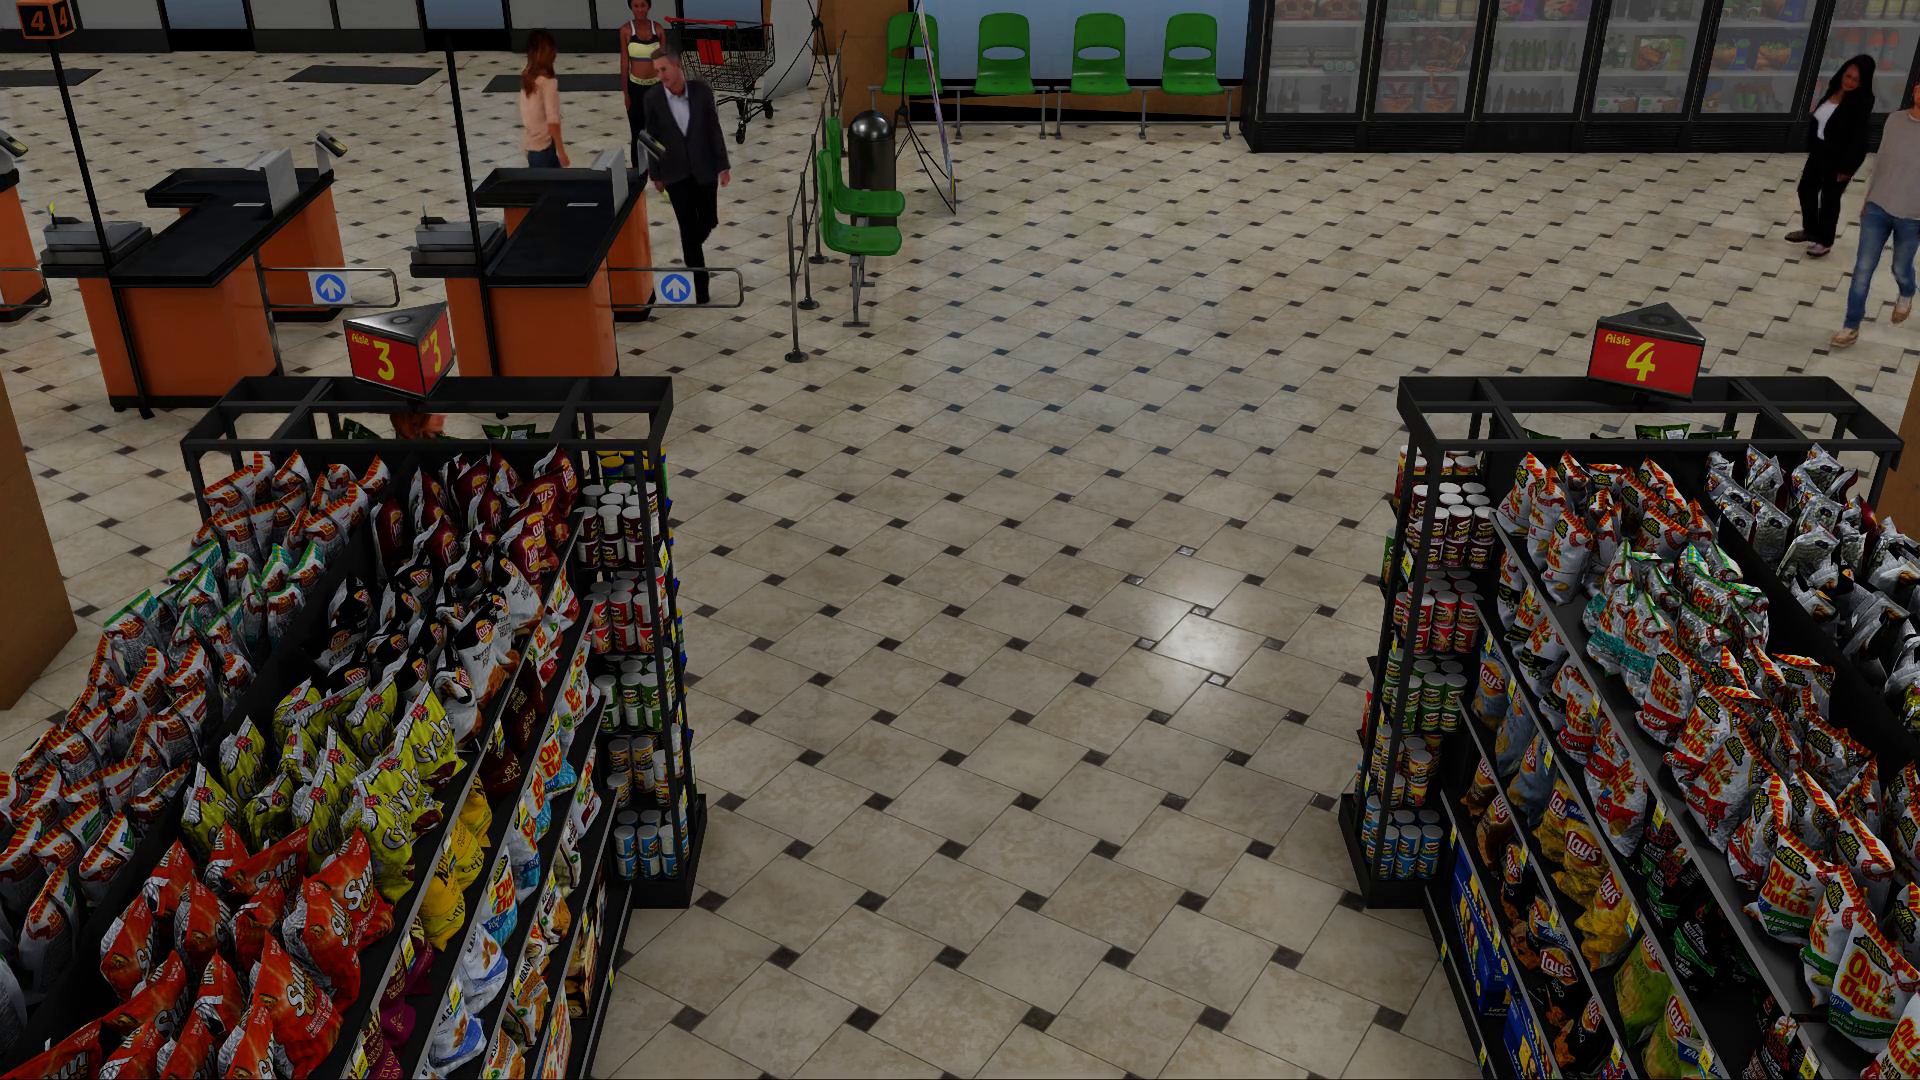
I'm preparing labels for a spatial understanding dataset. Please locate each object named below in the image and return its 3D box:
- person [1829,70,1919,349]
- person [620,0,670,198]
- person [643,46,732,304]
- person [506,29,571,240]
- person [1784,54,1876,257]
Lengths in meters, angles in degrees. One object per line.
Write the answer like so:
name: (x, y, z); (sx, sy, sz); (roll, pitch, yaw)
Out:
person: (6.343, -2.233, 11.175); (1.188, 1.881, 1.155); (-24, 37, -37)
person: (-2.679, -3.809, 14.194); (0.618, 1.754, 0.597); (-8, 30, -15)
person: (-1.981, -2.683, 12.088); (0.979, 1.796, 1.217); (-12, 31, -21)
person: (-3.212, -2.874, 12.507); (1.087, 1.730, 1.124); (-14, 32, -24)
person: (6.764, -2.951, 12.815); (0.839, 1.569, 0.710); (0, 29, -1)
